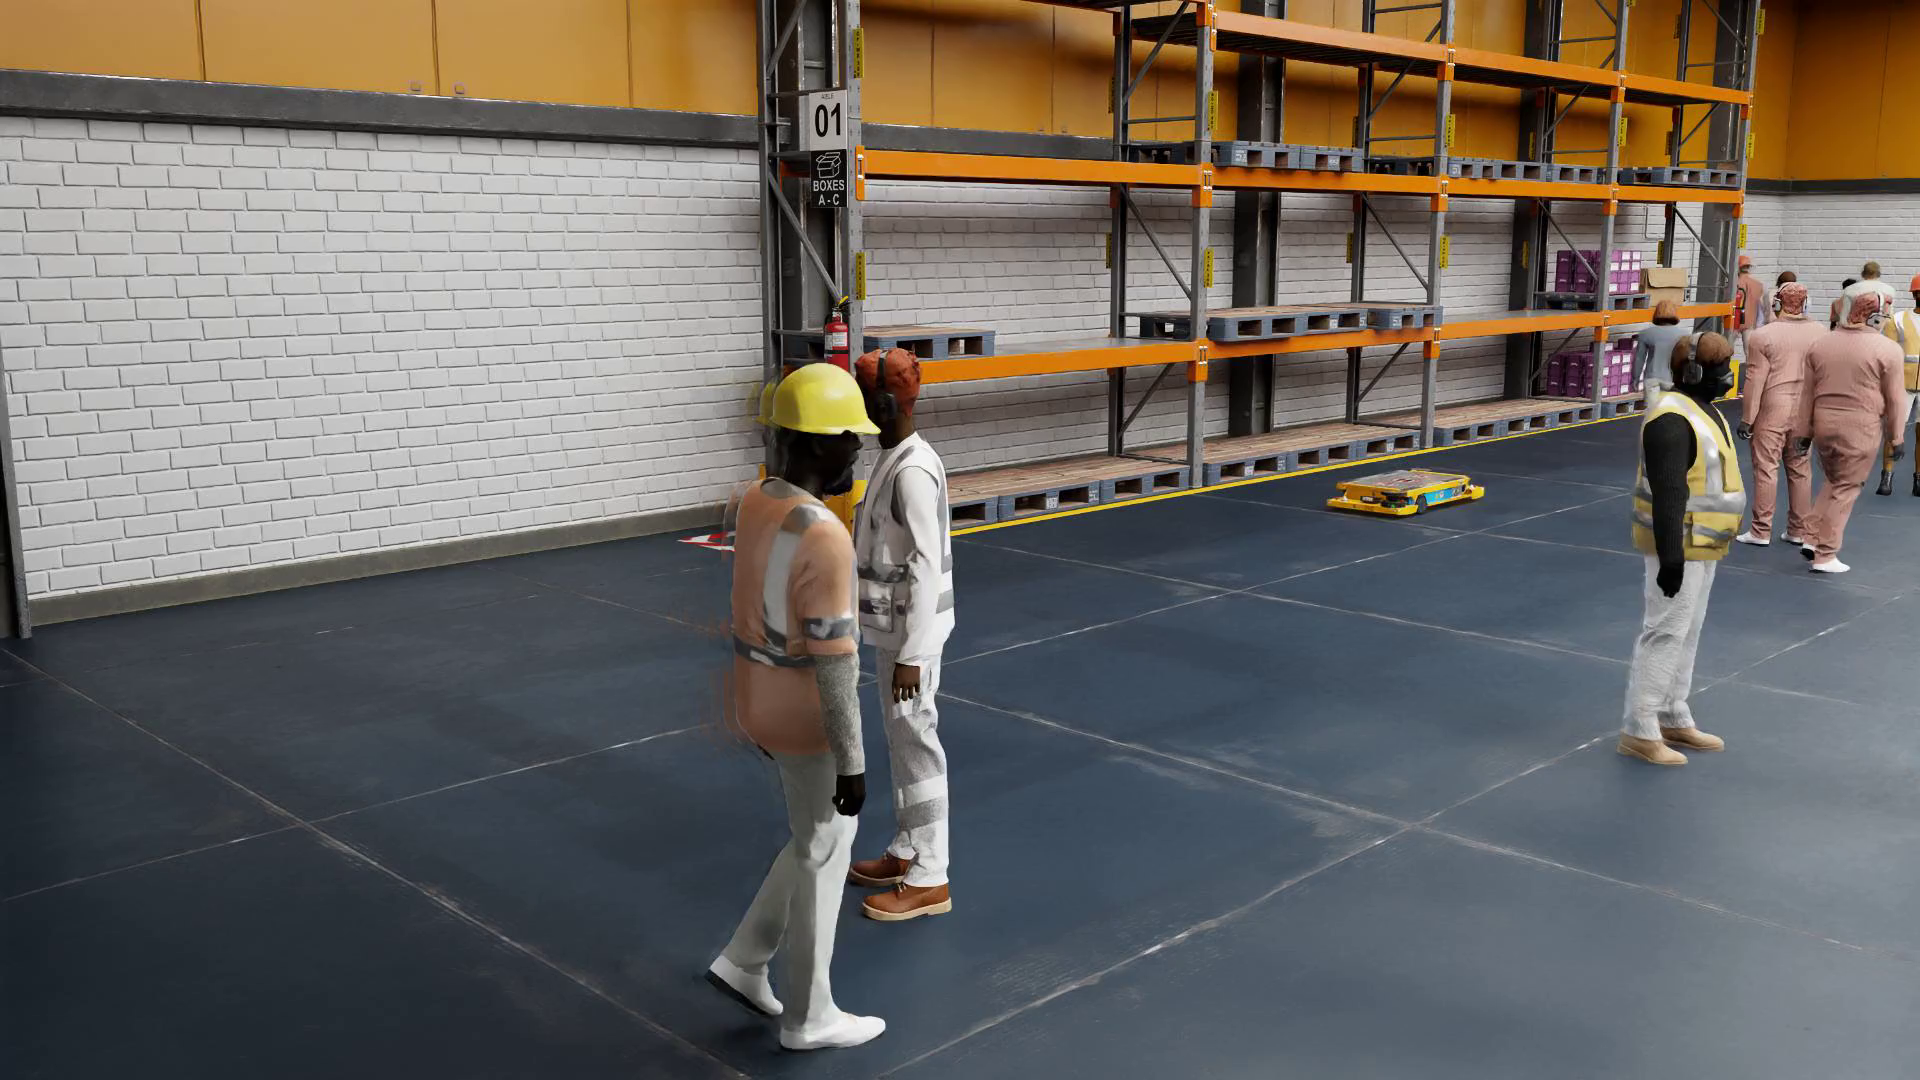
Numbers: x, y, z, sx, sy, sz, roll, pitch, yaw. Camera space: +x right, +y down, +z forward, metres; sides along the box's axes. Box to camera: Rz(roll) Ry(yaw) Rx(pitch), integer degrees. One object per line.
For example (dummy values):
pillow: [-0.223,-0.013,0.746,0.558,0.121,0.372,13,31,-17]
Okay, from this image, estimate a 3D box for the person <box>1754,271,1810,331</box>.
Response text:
person: [10.592,-2.569,21.487,0.618,1.792,0.972,7,12,33]

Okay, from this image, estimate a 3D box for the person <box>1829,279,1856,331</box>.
person: [12.623,-2.889,23.659,0.975,1.607,0.544,-8,13,-38]

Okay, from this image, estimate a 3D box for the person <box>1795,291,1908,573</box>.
person: [5.907,-0.702,11.038,0.518,1.877,0.654,-5,12,-26]

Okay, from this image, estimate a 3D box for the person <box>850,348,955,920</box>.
person: [-0.192,0.309,5.489,0.342,1.881,0.579,-2,11,-9]

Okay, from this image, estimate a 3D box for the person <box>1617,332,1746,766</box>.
person: [3.097,0.041,7.123,0.474,1.847,0.637,7,13,34]

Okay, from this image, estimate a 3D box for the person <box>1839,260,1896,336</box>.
person: [12.136,-2.785,22.301,0.638,1.913,0.863,5,12,27]

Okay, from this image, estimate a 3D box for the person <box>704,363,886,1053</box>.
person: [-0.406,0.475,4.510,0.426,1.908,0.605,-5,11,-25]

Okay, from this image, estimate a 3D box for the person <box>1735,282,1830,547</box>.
person: [5.931,-0.902,12.028,0.652,1.906,0.402,-1,10,-7]

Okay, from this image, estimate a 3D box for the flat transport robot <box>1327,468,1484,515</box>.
flat transport robot: [3.714,-0.411,13.812,0.652,0.197,1.431,10,15,43]

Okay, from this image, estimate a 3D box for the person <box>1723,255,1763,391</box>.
person: [11.297,-3.141,24.140,0.644,1.938,1.016,-1,10,-4]

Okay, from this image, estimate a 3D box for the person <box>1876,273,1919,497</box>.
person: [8.216,-1.338,14.307,0.552,1.942,0.342,5,11,23]

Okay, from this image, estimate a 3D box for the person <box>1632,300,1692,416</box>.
person: [6.976,-1.583,16.560,0.522,1.599,0.704,4,11,23]
